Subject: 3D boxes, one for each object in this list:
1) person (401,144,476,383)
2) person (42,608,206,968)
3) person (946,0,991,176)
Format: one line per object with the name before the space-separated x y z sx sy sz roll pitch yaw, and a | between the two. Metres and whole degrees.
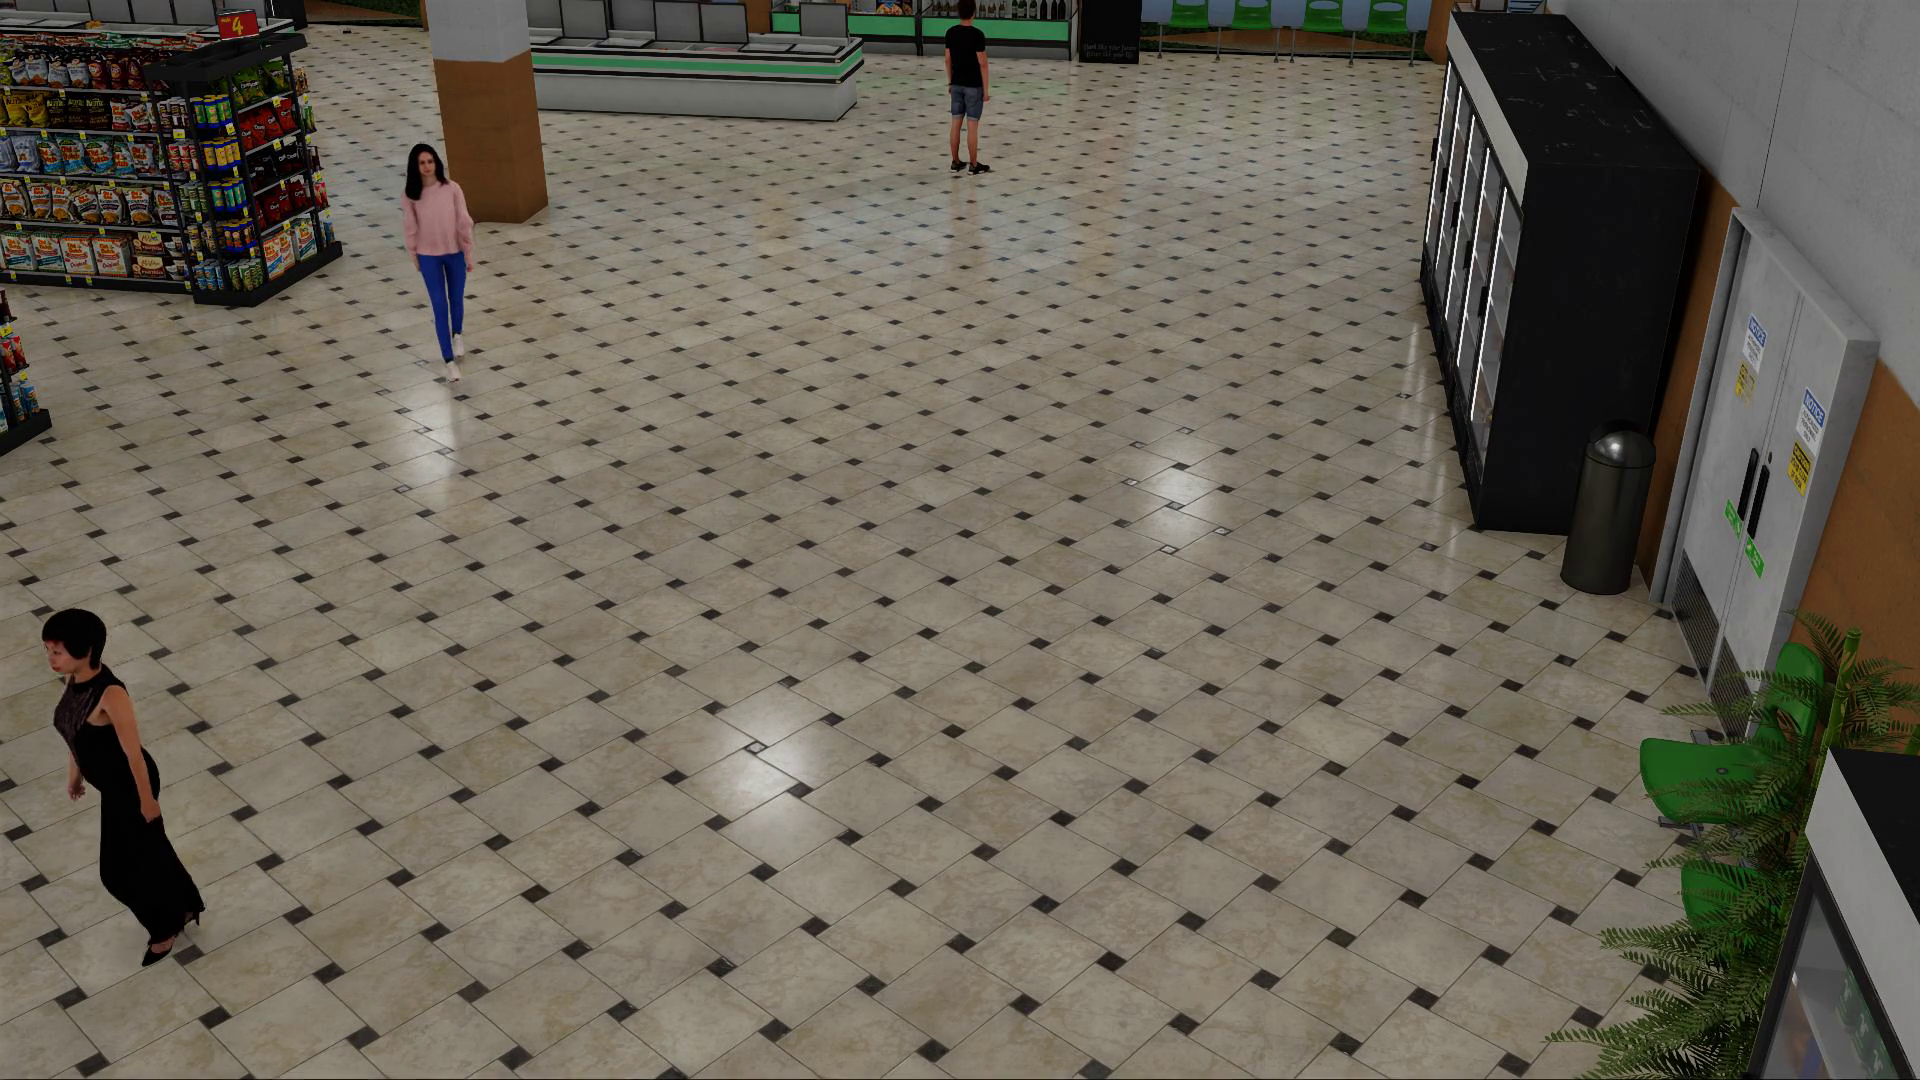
person | -3.887 -2.112 12.496 1.166 1.725 1.085 -10 28 -18
person | -3.246 0.947 6.613 0.760 1.588 0.685 -24 35 -38
person | 0.062 -4.850 17.761 0.631 1.845 0.786 16 31 28
